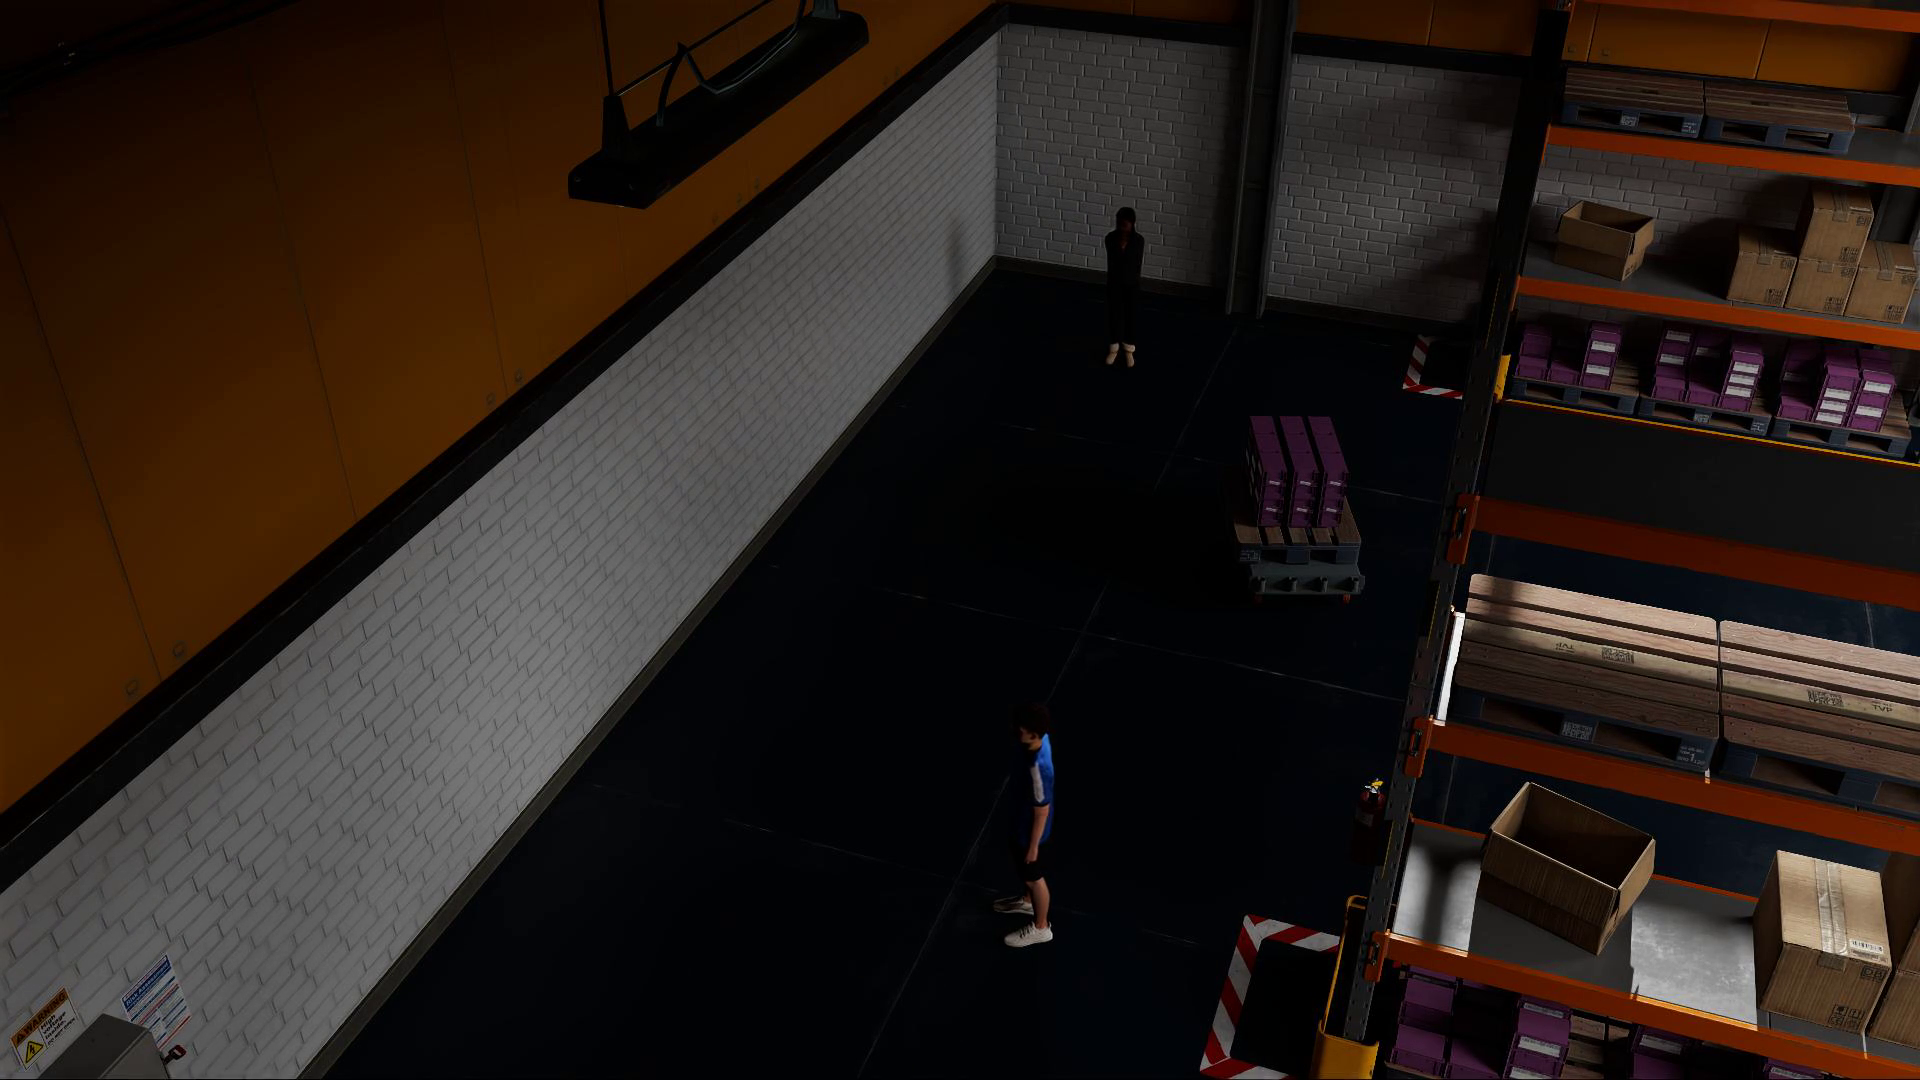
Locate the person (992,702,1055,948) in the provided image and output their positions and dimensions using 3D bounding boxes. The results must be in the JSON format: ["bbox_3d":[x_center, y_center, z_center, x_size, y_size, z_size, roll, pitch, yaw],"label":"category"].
[{"bbox_3d":[0.444,1.735,10.284,0.749,1.866,0.747,-5,34,-7],"label":"person"}]

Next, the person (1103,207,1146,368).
[{"bbox_3d":[1.673,-2.620,17.016,0.608,1.666,0.669,28,43,36],"label":"person"}]
